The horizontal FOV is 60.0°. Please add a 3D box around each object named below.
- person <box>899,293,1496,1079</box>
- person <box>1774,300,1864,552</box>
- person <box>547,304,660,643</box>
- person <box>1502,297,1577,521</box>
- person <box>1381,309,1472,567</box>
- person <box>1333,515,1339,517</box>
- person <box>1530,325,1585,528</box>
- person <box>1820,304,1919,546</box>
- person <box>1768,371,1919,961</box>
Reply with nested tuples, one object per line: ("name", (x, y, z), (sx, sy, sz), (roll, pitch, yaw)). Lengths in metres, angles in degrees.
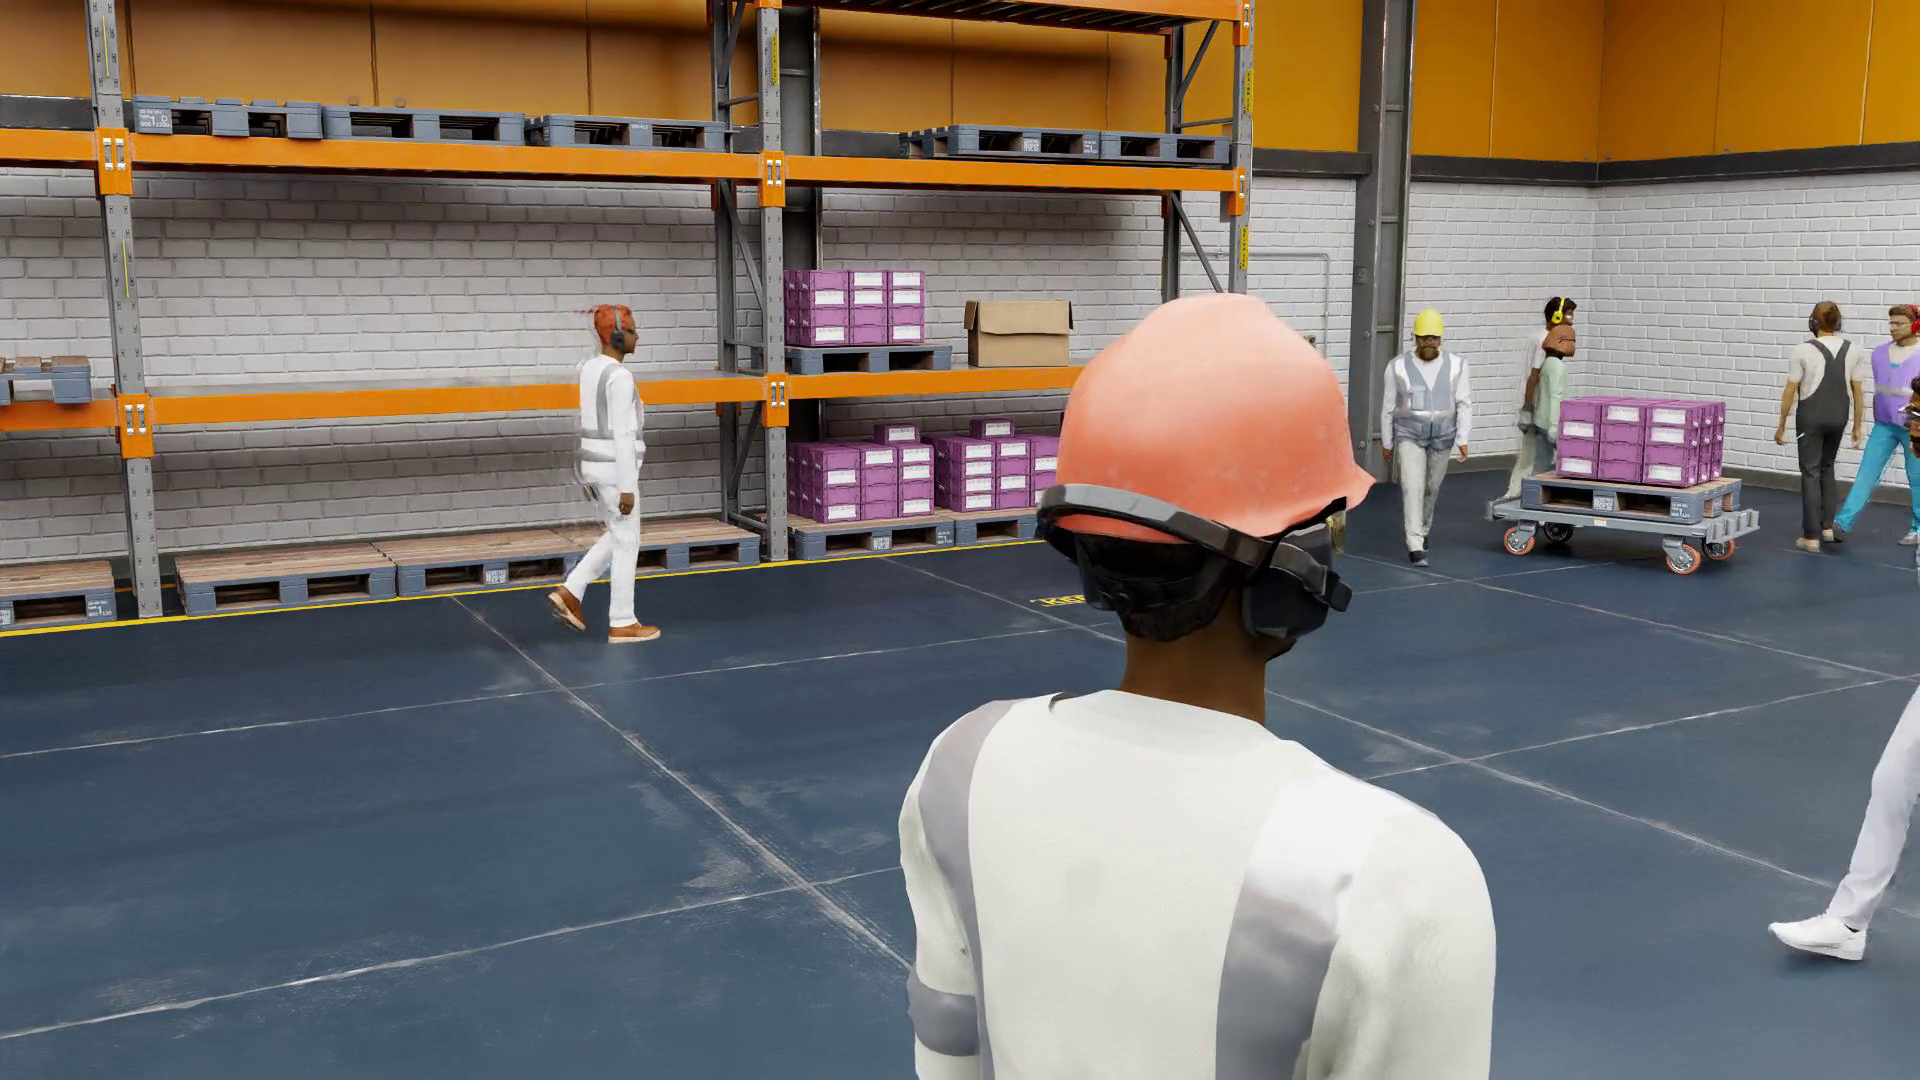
("person", (0.219, 0.805, 1.553), (0.607, 2.048, 0.365), (9, 13, 43))
("person", (6.305, -0.838, 12.237), (0.522, 1.824, 0.569), (0, 9, 0))
("person", (-1.944, -0.346, 9.090), (0.505, 1.871, 0.589), (-6, 11, -33))
("person", (4.658, -1.034, 13.390), (0.473, 1.840, 0.548), (3, 10, 15))
("person", (3.290, -0.744, 11.804), (0.583, 1.790, 0.922), (1, 9, 3))
("person", (1.862, -0.231, 9.216), (0.503, 1.598, 0.799), (1, 9, 7))
("person", (4.777, -0.888, 13.155), (0.560, 1.612, 0.519), (1, 9, 9))
("person", (6.850, -0.820, 12.236), (0.984, 1.793, 0.575), (-5, 10, -26))
("person", (2.847, 0.394, 4.765), (0.957, 1.815, 0.549), (1, 9, 7))
